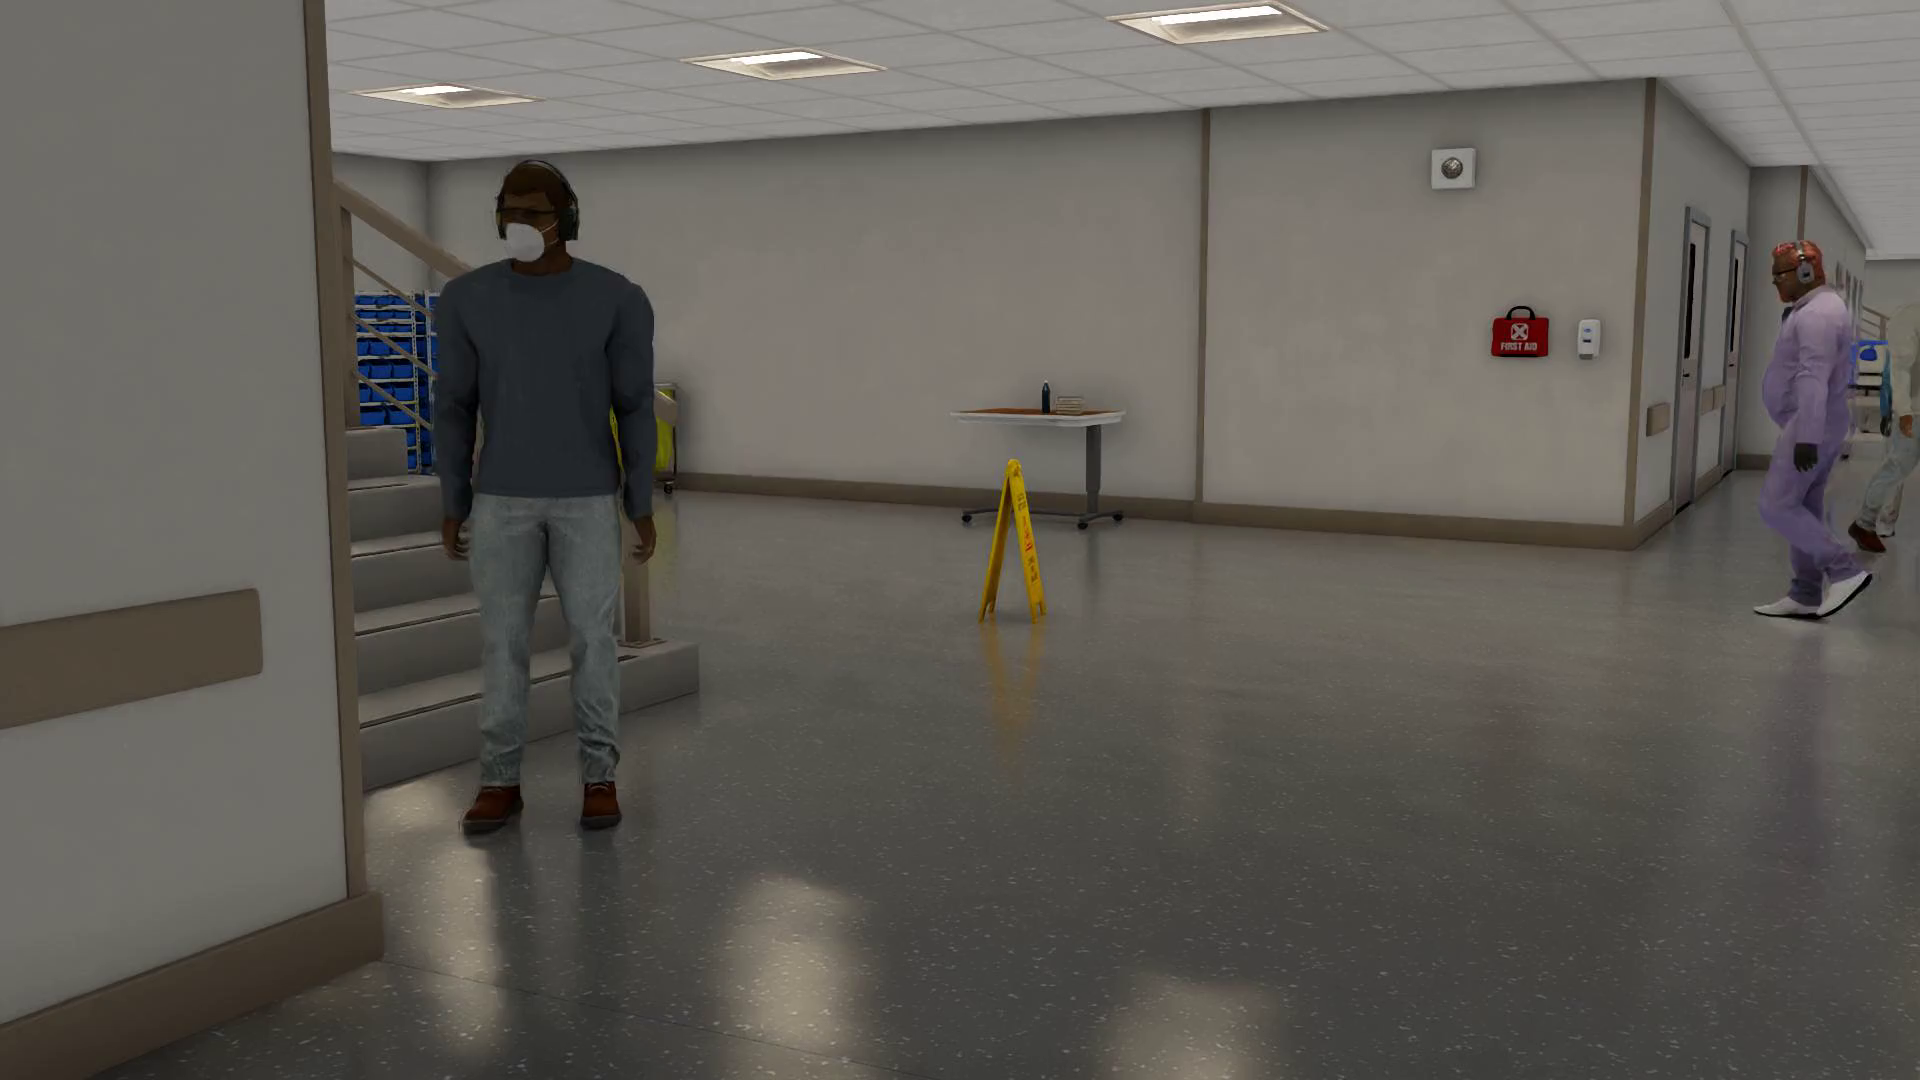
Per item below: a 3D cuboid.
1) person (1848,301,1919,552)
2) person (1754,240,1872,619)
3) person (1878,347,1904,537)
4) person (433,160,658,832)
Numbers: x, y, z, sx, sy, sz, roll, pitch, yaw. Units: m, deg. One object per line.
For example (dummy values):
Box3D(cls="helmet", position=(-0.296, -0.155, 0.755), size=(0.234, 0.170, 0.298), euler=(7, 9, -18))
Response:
Box3D(cls="person", position=(6.026, -0.813, 10.395), size=(0.632, 1.899, 1.005), euler=(-1, 7, -7))
Box3D(cls="person", position=(4.193, -0.526, 8.193), size=(0.472, 1.881, 0.683), euler=(4, 8, 26))
Box3D(cls="person", position=(6.595, -0.823, 11.418), size=(0.512, 1.641, 0.309), euler=(3, 8, 25))
Box3D(cls="person", position=(-1.202, -0.110, 4.838), size=(0.648, 1.933, 0.366), euler=(-1, 7, -5))
